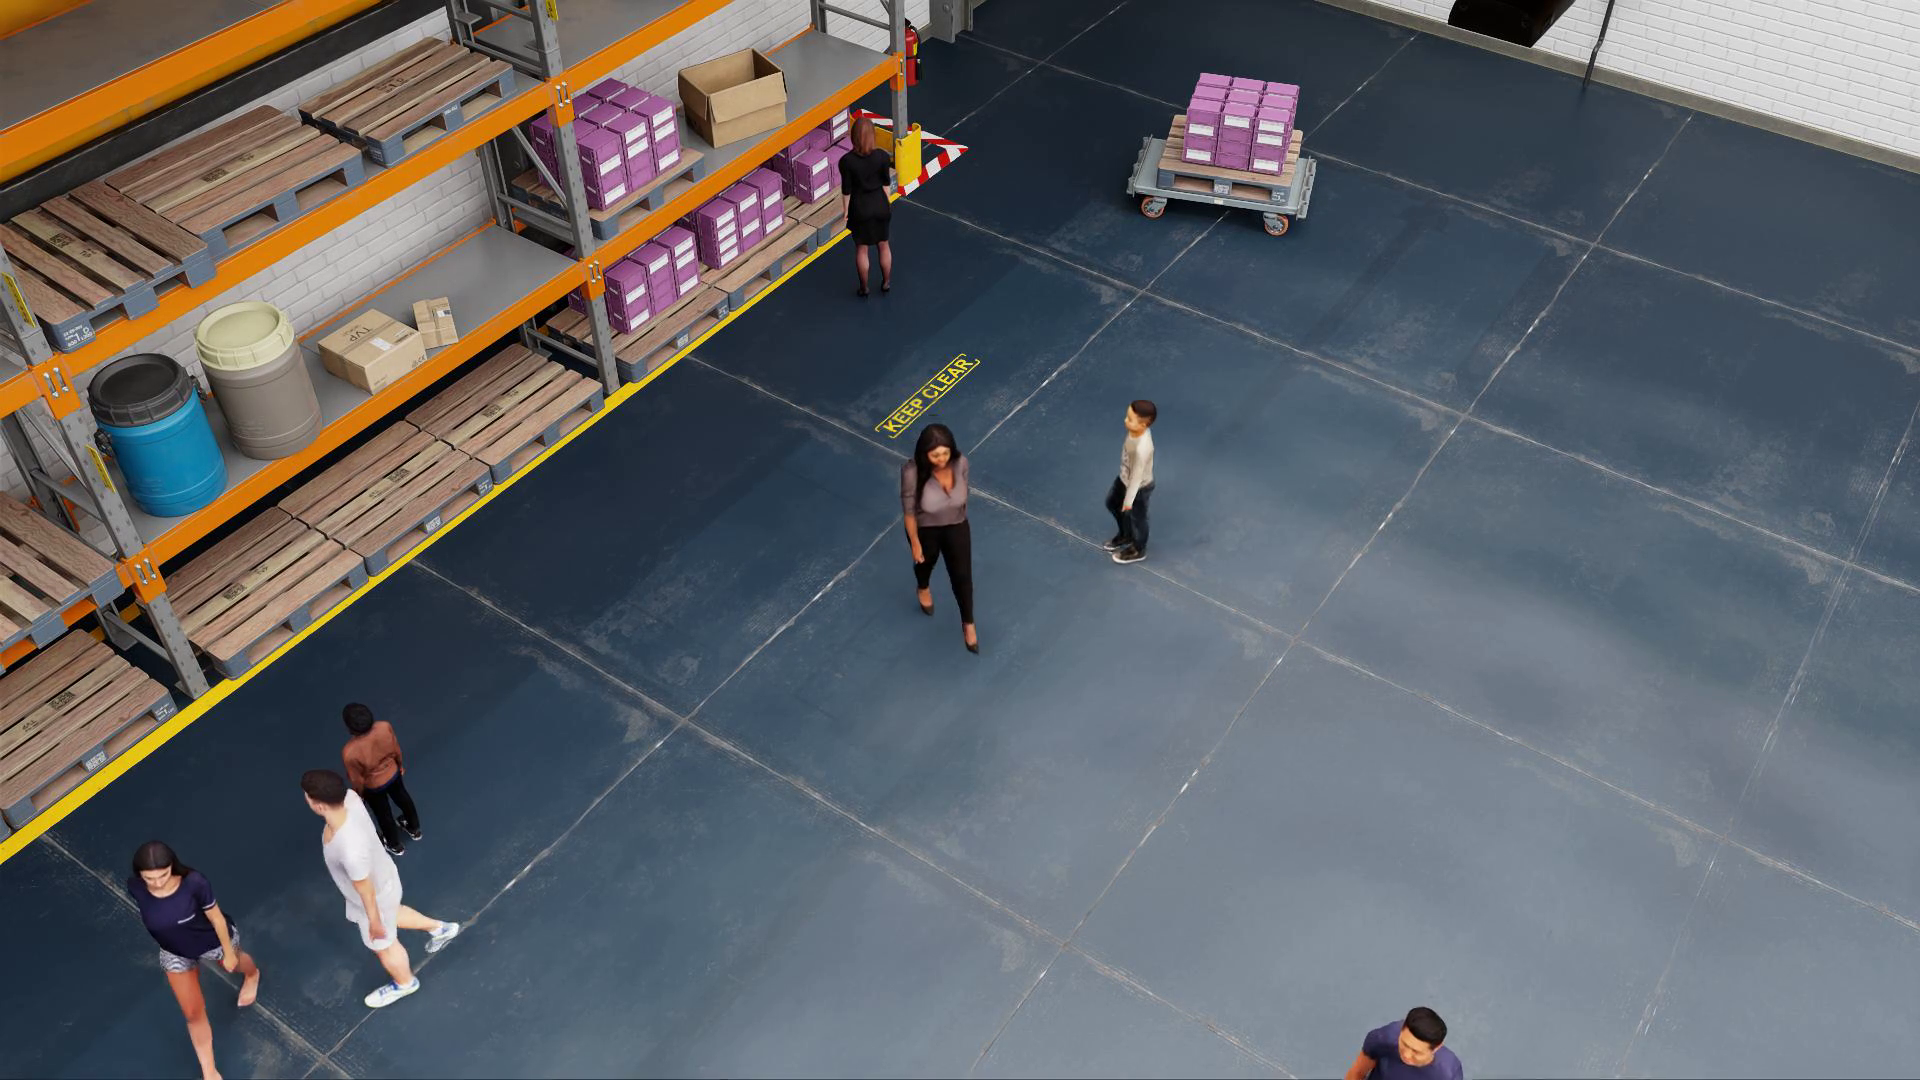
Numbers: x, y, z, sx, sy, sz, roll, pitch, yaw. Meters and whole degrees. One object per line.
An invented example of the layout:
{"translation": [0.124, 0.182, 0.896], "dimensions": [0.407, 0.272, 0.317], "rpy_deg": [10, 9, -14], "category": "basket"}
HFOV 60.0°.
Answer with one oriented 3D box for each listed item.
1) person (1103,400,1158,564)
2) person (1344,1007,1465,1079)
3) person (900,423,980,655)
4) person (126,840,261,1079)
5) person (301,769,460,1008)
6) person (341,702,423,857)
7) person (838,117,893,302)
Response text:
{"translation": [1.300, -0.414, 11.708], "dimensions": [0.719, 1.457, 0.657], "rpy_deg": [-6, 44, -7], "category": "person"}
{"translation": [2.208, 2.718, 8.197], "dimensions": [0.918, 1.764, 0.732], "rpy_deg": [-34, 53, -30], "category": "person"}
{"translation": [-0.194, -0.137, 11.160], "dimensions": [1.026, 1.811, 1.036], "rpy_deg": [-14, 45, -14], "category": "person"}
{"translation": [-4.033, 2.091, 8.893], "dimensions": [1.049, 1.712, 1.166], "rpy_deg": [-3, 44, -3], "category": "person"}
{"translation": [-3.123, 1.850, 9.057], "dimensions": [1.003, 1.835, 0.927], "rpy_deg": [-17, 46, -17], "category": "person"}
{"translation": [-3.465, 1.419, 9.931], "dimensions": [0.575, 1.253, 0.412], "rpy_deg": [23, 48, 23], "category": "person"}
{"translation": [-0.771, -2.773, 14.003], "dimensions": [0.642, 1.706, 0.717], "rpy_deg": [-10, 44, -10], "category": "person"}
